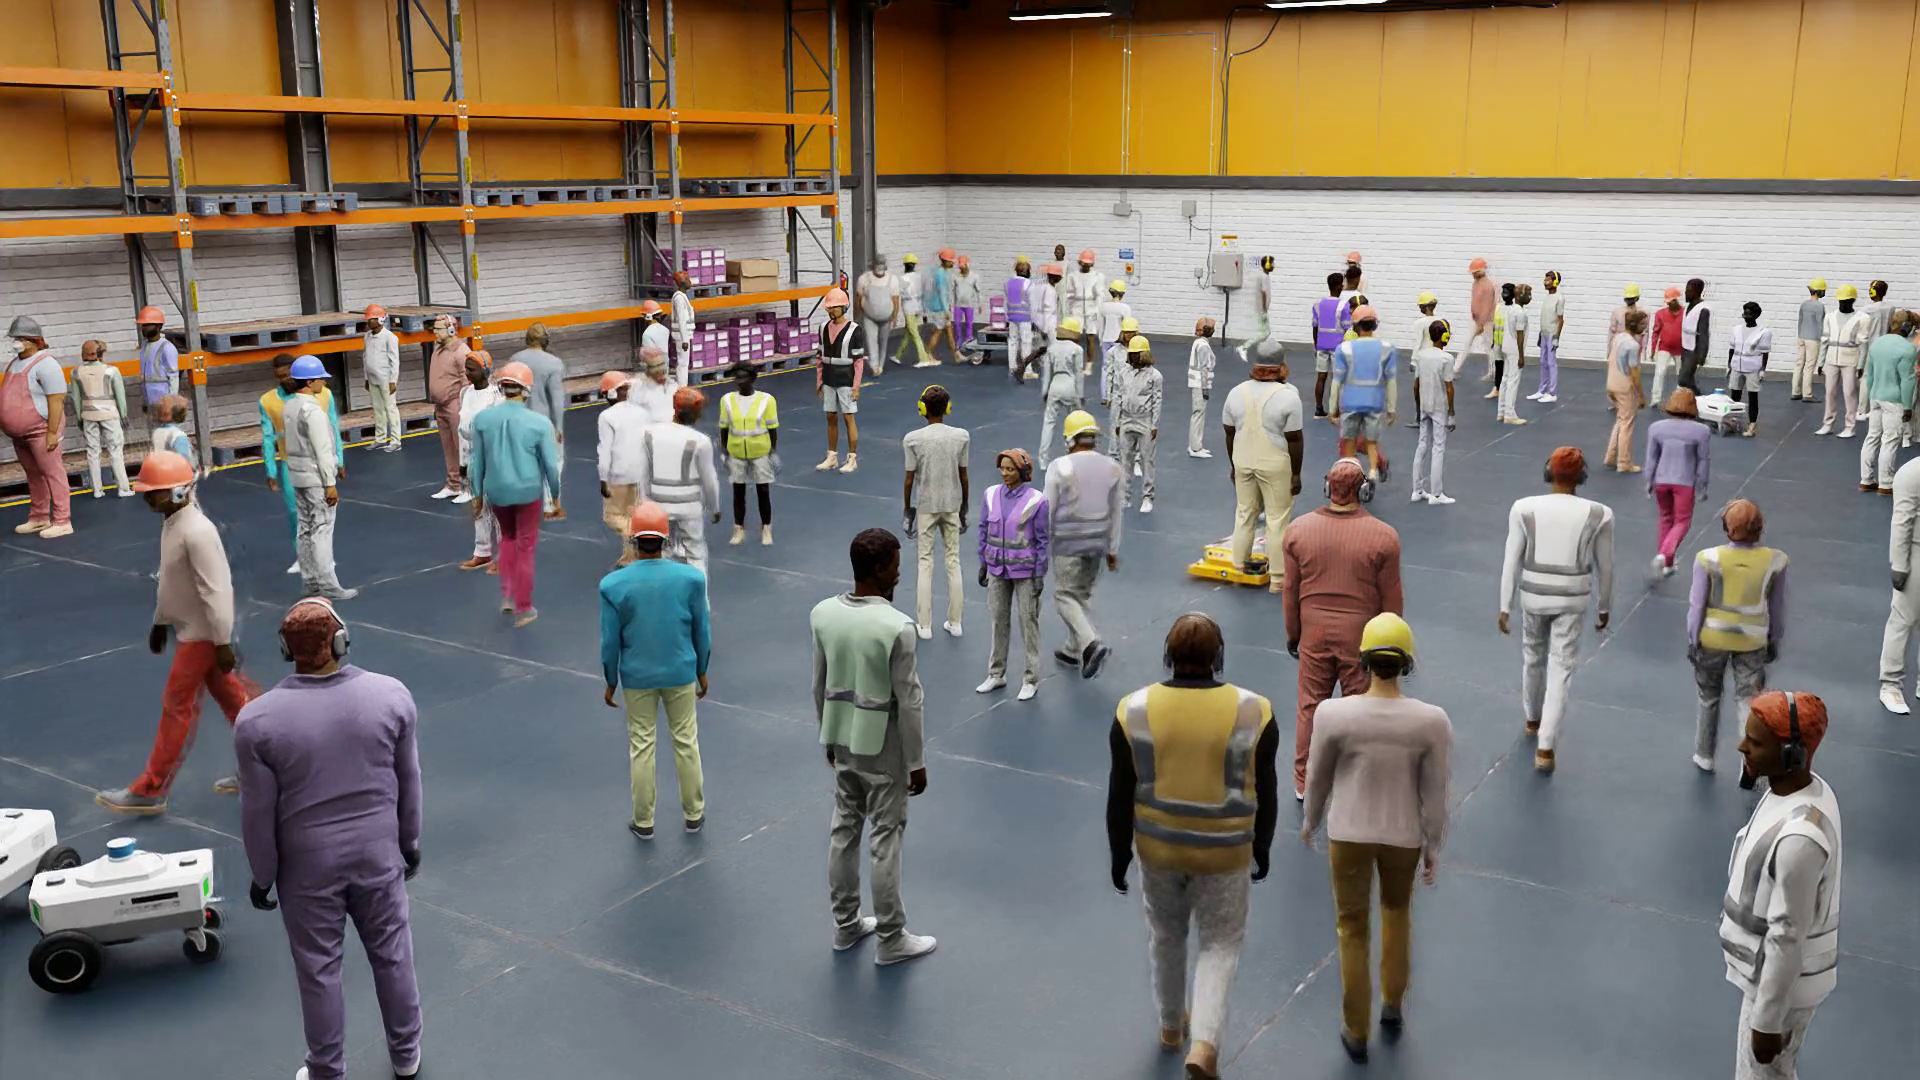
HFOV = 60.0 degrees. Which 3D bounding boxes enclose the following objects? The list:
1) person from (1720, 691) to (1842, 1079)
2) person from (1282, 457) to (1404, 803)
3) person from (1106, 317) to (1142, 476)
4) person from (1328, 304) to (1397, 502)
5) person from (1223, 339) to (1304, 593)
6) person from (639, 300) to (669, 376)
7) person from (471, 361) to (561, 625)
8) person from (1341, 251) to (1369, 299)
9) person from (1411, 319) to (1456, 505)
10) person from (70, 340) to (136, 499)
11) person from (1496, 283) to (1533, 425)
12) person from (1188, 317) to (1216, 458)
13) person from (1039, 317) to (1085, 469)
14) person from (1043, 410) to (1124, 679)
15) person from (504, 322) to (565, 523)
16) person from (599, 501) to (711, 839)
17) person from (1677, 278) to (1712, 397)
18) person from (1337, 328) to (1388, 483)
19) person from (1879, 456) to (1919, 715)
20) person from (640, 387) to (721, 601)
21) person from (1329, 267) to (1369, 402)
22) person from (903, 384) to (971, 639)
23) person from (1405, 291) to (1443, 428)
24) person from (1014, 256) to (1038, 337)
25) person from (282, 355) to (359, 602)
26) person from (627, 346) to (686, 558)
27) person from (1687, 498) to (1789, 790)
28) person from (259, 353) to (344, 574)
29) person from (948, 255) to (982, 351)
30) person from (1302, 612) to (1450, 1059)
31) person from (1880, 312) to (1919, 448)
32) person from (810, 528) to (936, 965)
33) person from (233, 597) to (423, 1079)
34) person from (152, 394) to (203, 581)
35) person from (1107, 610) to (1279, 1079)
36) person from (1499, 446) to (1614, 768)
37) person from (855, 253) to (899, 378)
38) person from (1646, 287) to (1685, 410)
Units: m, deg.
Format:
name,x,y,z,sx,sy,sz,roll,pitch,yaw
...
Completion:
name,x,y,z,sx,sy,sz,roll,pitch,yaw
person,2.549,1.372,5.219,0.348,1.879,0.580,6,14,26
person,2.046,0.503,8.908,0.643,1.913,0.410,7,15,26
person,1.839,-1.569,18.258,0.487,1.746,0.290,2,13,7
person,4.054,-1.349,16.726,0.650,2.010,0.648,1,13,5
person,2.490,-0.601,13.413,0.688,2.000,0.539,11,17,39
person,-3.745,-2.053,20.339,0.329,1.750,0.573,3,13,12
person,-3.304,-0.357,12.501,0.642,1.966,0.570,2,13,7
person,6.369,-3.675,26.897,0.654,1.964,0.836,10,16,37
person,4.801,-1.293,16.786,0.328,1.874,0.512,-8,15,-32
person,-8.784,-1.229,17.023,0.513,1.638,0.313,-1,13,-5
person,7.275,-2.433,21.793,0.325,1.842,0.516,0,13,-1
person,2.818,-1.784,19.451,0.314,1.633,0.520,1,13,2
person,1.202,-1.660,18.755,0.549,1.688,0.787,9,16,35
person,0.842,0.050,11.138,0.640,1.795,0.696,-7,15,-27
person,-4.068,-1.119,15.946,0.659,1.915,0.449,4,14,16
person,-1.557,0.666,8.541,0.562,1.753,0.333,-4,13,-15
person,9.635,-2.490,21.894,0.443,1.908,0.616,1,13,3
person,4.175,-1.354,17.328,0.597,1.735,0.546,-8,15,-30
person,6.147,0.156,10.443,0.638,1.901,0.402,-2,13,-8
person,-2.082,-0.216,12.194,0.697,1.848,0.428,5,14,20
person,5.611,-2.952,23.901,1.011,1.905,0.620,-12,17,-41
person,-0.166,-0.203,12.097,0.504,1.861,0.328,-3,13,-12
person,6.013,-2.323,21.490,0.523,1.766,0.315,-9,16,-35
person,1.178,-4.322,30.307,0.499,1.686,0.916,-10,16,-37
person,-5.075,-0.478,13.082,0.603,1.949,0.384,12,18,43
person,-2.647,-0.756,14.418,0.540,1.887,0.696,7,15,29
person,4.299,0.581,9.216,0.518,1.616,0.641,3,13,13
person,-5.522,-0.640,13.990,0.622,1.896,0.481,-5,14,-23
person,0.081,-4.259,29.946,0.604,1.739,0.374,2,13,8
person,1.608,1.136,6.516,0.521,1.743,0.543,1,13,4
person,11.393,-1.937,20.086,0.523,1.639,0.308,10,16,37
person,-0.394,0.896,7.202,0.587,1.914,0.390,11,17,39
person,-2.309,1.145,6.143,0.643,1.905,0.399,-9,16,-33
person,-6.211,-0.340,13.179,0.530,1.620,0.394,12,17,41
person,0.863,1.159,6.259,0.637,1.818,0.669,3,13,15
person,3.469,0.363,9.692,0.591,1.842,0.974,6,14,24
person,-1.320,-3.651,26.643,0.698,2.000,1.039,-3,13,-12
person,9.828,-2.629,22.969,0.574,1.700,0.692,7,15,28
